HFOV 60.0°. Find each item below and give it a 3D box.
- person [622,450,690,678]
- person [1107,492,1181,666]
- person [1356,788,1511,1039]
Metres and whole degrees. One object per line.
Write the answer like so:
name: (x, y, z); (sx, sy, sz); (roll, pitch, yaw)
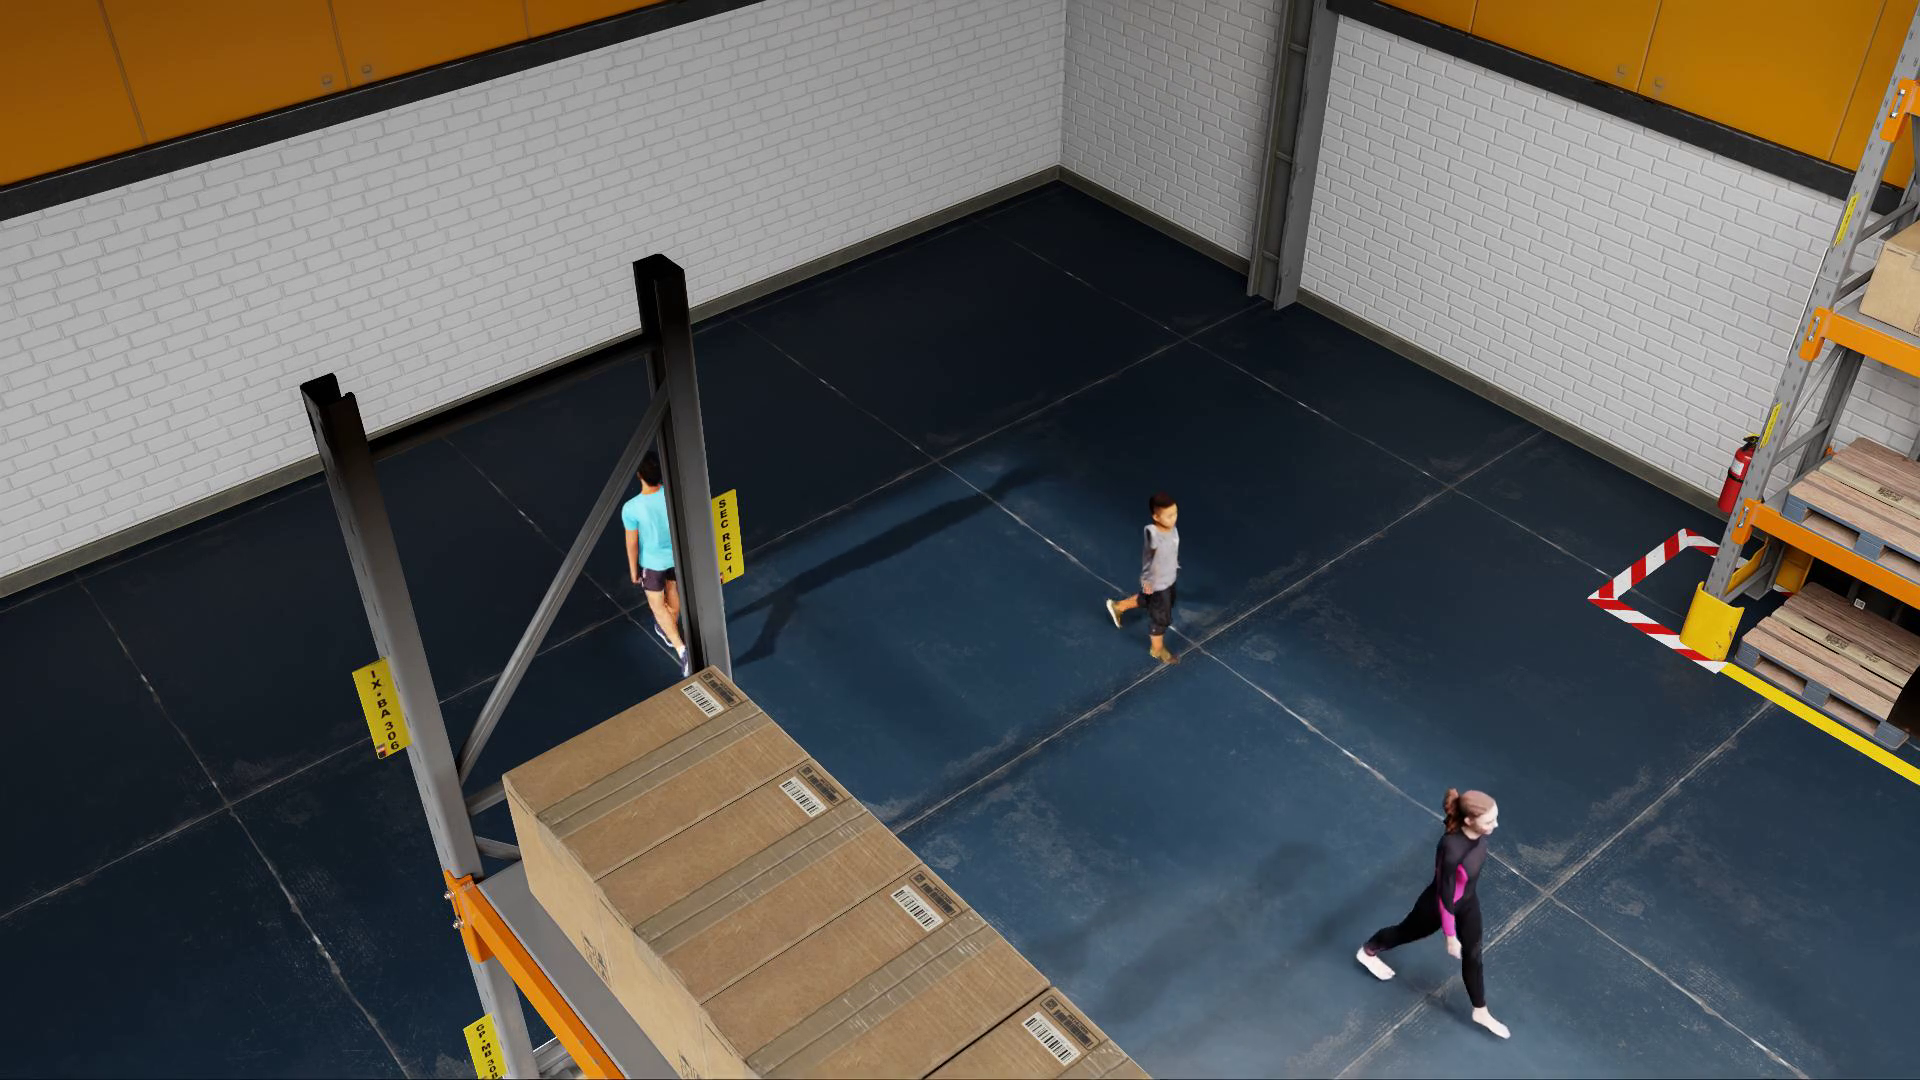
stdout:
person: (-2.017, 0.175, 11.456); (0.689, 1.758, 1.021); (-22, 44, -25)
person: (1.352, 0.194, 11.687); (0.935, 1.440, 0.706); (25, 45, 28)
person: (2.606, 1.998, 9.225); (1.203, 1.694, 0.692); (28, 46, 31)
